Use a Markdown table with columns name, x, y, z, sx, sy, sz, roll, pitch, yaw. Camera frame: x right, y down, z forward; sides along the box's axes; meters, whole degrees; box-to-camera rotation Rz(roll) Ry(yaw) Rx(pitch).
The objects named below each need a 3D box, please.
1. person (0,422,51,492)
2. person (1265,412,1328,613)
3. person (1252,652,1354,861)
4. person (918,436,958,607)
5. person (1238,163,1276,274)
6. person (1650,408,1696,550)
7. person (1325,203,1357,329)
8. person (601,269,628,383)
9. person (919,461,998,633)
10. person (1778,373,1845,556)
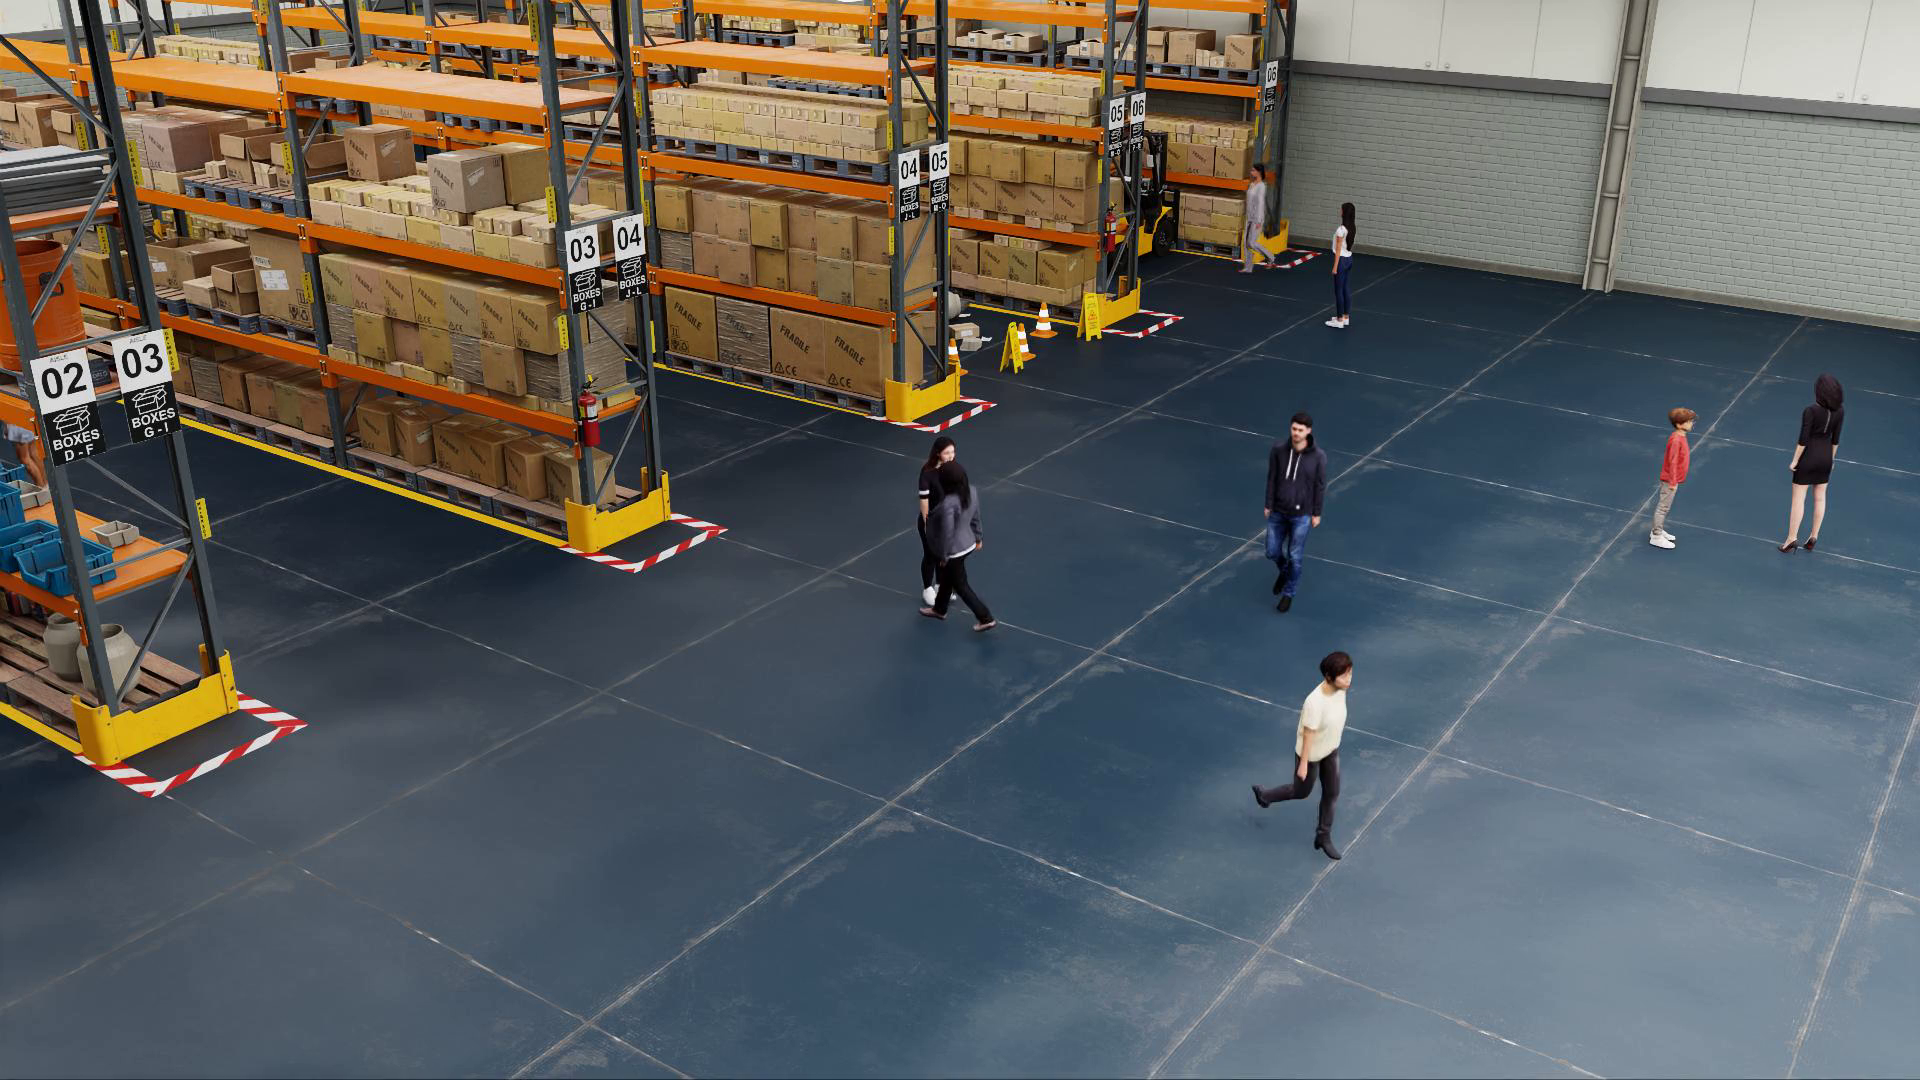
| name | x | y | z | sx | sy | sz | roll | pitch | yaw |
| --- | --- | --- | --- | --- | --- | --- | --- | --- | --- |
| person | -9.883 | -1.266 | 17.561 | 0.902 | 1.716 | 0.855 | 3 | 23 | 7 |
| person | 3.038 | -0.294 | 15.060 | 0.746 | 1.884 | 0.799 | 12 | 26 | 25 |
| person | 2.384 | 1.436 | 11.421 | 0.721 | 1.548 | 1.025 | -21 | 31 | -40 |
| person | -0.194 | -0.189 | 15.136 | 0.683 | 1.631 | 0.694 | -15 | 27 | -32 |
| person | 4.791 | -5.127 | 26.584 | 0.914 | 1.759 | 0.867 | -5 | 24 | -12 |
| person | 7.037 | -0.636 | 16.463 | 0.515 | 1.416 | 0.539 | 11 | 26 | 25 |
| person | 5.484 | -3.926 | 23.741 | 0.491 | 1.774 | 0.573 | 15 | 27 | 31 |
| person | -4.448 | -2.636 | 20.856 | 0.665 | 1.659 | 0.638 | -17 | 28 | -34 |
| person | 0.031 | 0.088 | 14.557 | 1.097 | 1.574 | 0.823 | 11 | 25 | 24 |
| person | 8.310 | -0.734 | 16.197 | 0.643 | 1.804 | 0.709 | -3 | 23 | -8 |
